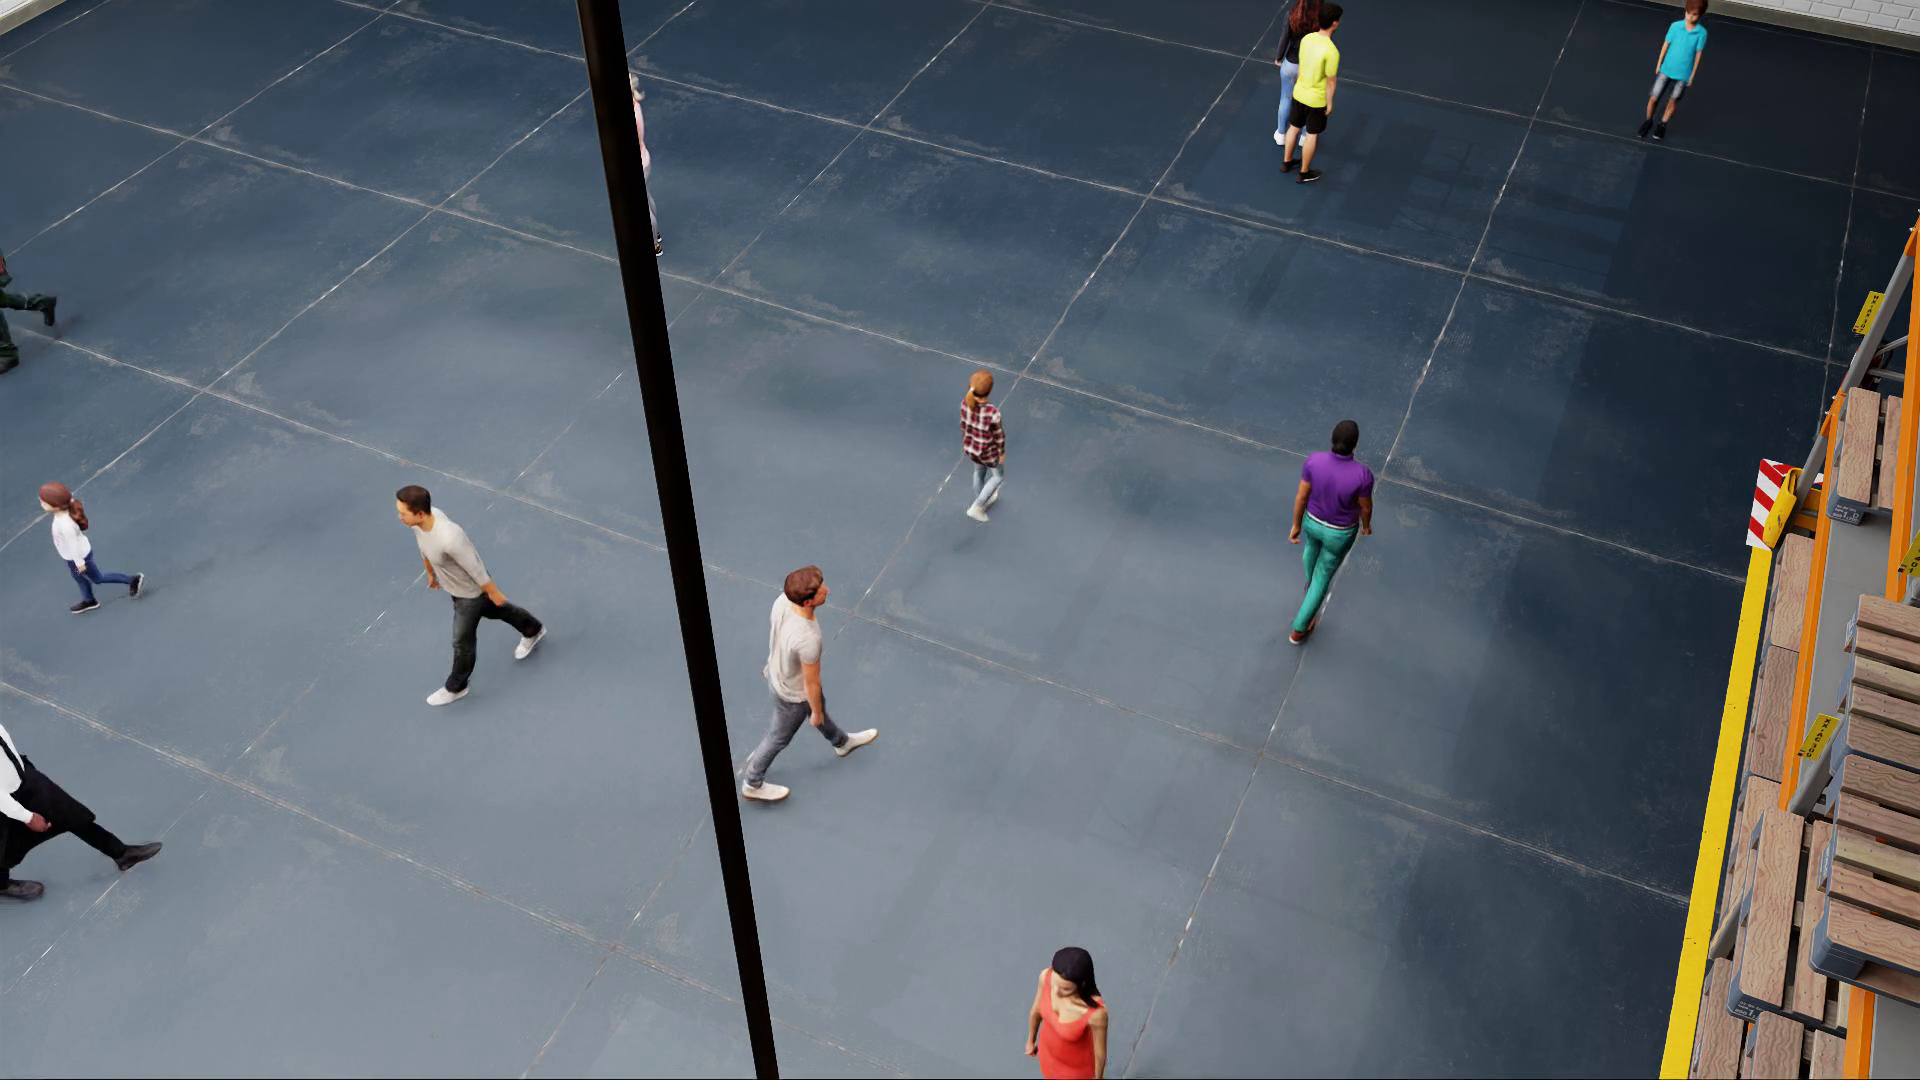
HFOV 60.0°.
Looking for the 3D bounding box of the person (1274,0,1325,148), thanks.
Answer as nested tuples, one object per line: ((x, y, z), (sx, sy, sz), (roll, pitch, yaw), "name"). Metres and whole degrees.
((3.260, -4.526, 15.820), (0.685, 1.634, 0.627), (9, 44, 9), "person")

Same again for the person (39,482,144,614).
((-6.002, 0.047, 11.410), (0.795, 1.096, 0.661), (-24, 48, -23), "person")

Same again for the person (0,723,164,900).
((-5.486, 1.479, 9.406), (1.171, 1.787, 1.251), (-6, 44, -6), "person")

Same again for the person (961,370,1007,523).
((0.140, -0.651, 11.995), (0.621, 1.300, 0.712), (30, 51, 27), "person")

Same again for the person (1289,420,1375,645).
((2.405, -0.014, 11.014), (0.740, 1.731, 1.100), (26, 49, 25), "person")

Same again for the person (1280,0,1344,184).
((3.242, -4.122, 15.345), (0.694, 1.705, 0.688), (-27, 50, -25), "person")

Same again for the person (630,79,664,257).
((-2.802, -3.260, 14.425), (0.692, 1.724, 0.593), (-4, 44, -4), "person")

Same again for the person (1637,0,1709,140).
((6.919, -4.565, 16.001), (0.516, 1.440, 0.529), (19, 47, 19), "person")

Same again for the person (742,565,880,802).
((-1.077, 0.889, 9.993), (1.216, 1.831, 1.173), (-13, 45, -13), "person")

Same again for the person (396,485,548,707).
((-3.095, 0.251, 10.730), (1.269, 1.739, 0.990), (-34, 53, -30), "person")

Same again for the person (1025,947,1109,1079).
((0.593, 2.529, 8.358), (0.717, 1.711, 0.766), (32, 52, 29), "person")
